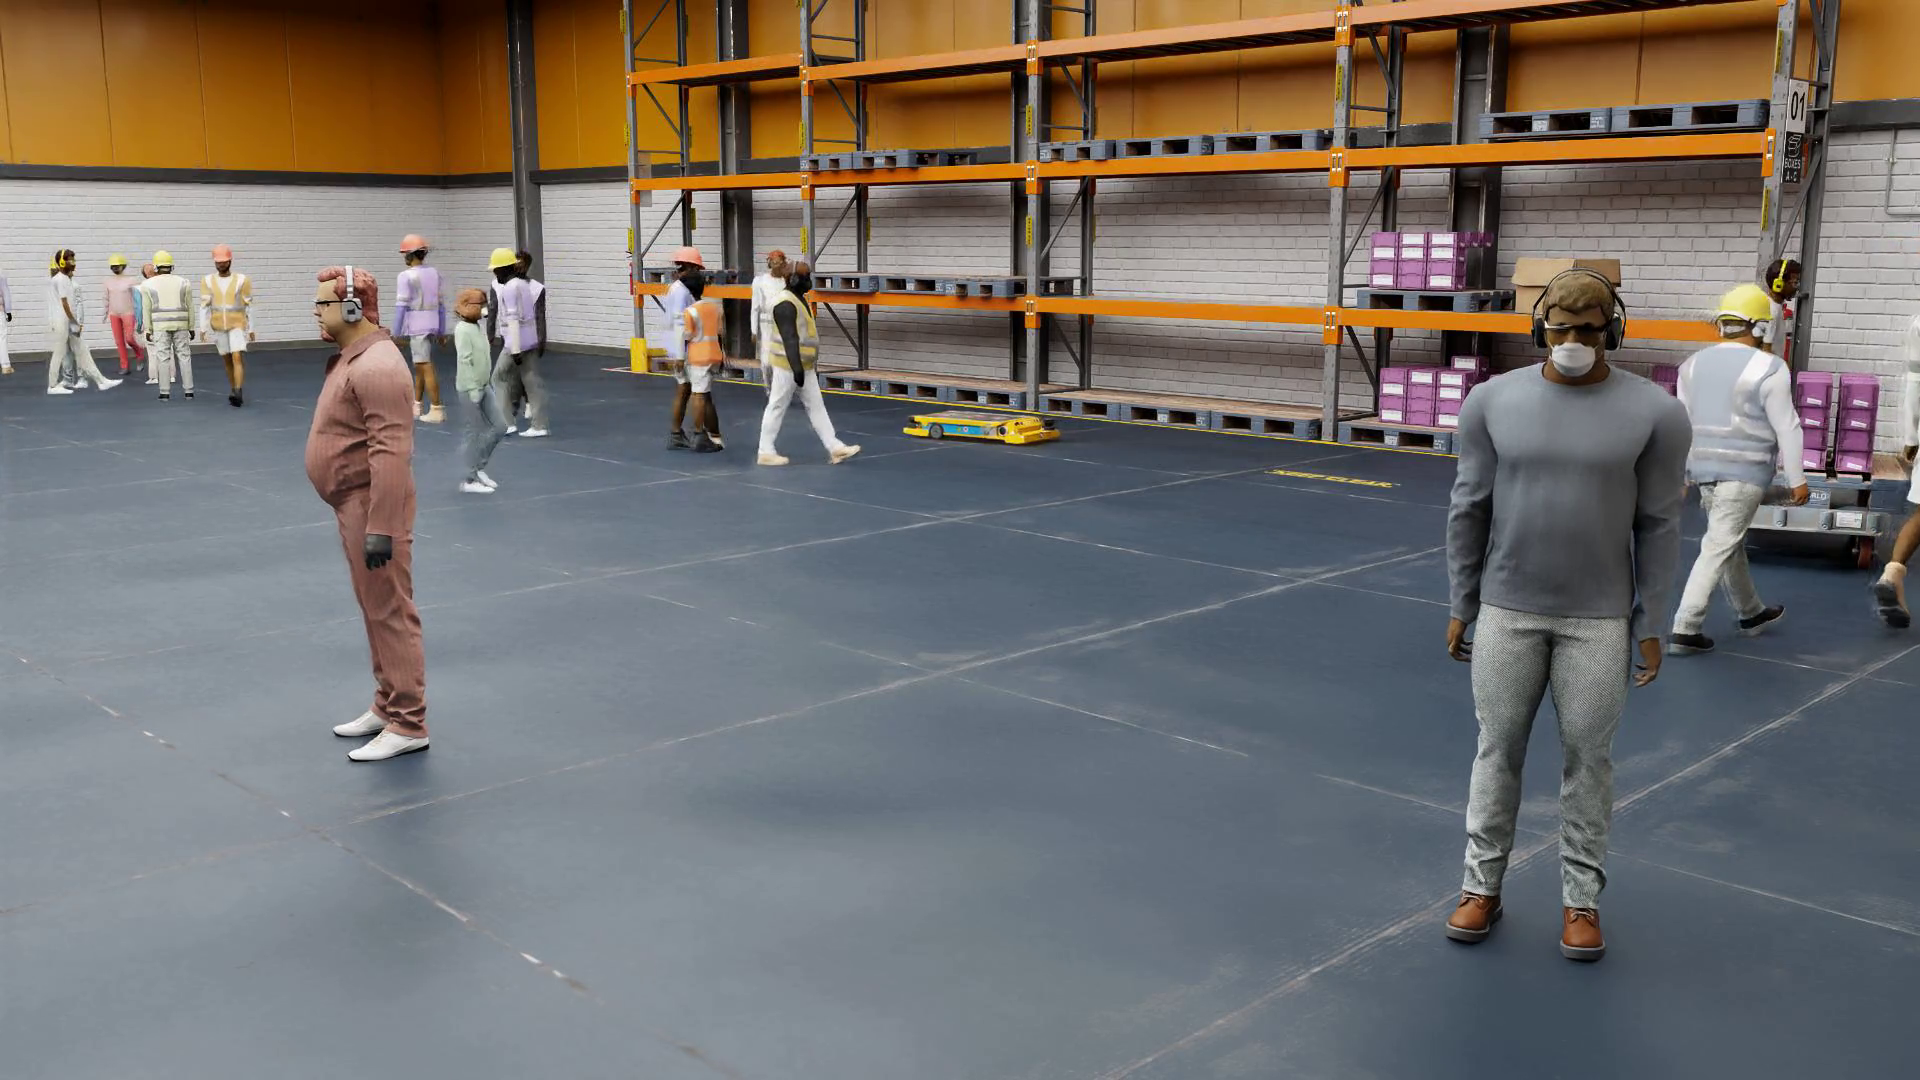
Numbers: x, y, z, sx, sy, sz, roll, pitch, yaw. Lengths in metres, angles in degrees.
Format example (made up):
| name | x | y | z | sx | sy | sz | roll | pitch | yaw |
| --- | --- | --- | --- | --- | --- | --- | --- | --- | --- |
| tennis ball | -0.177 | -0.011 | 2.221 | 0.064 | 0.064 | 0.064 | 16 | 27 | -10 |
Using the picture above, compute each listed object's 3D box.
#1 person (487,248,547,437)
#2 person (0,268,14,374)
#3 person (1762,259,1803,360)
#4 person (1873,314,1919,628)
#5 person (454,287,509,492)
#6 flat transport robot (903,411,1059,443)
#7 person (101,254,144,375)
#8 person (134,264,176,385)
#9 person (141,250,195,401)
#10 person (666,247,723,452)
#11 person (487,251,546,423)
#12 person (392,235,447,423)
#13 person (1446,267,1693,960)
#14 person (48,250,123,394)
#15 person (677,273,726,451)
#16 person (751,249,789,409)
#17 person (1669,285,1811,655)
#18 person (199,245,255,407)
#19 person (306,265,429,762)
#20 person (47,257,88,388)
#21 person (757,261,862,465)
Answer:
| name | x | y | z | sx | sy | sz | roll | pitch | yaw |
| --- | --- | --- | --- | --- | --- | --- | --- | --- | --- |
| person | -4.487 | -1.955 | 16.598 | 0.716 | 1.891 | 0.627 | 2 | 11 | 8 |
| person | -14.218 | -3.344 | 24.329 | 0.632 | 1.840 | 0.429 | -4 | 11 | -19 |
| person | 5.856 | -1.107 | 12.110 | 0.428 | 1.850 | 0.642 | 4 | 11 | 19 |
| person | 5.036 | -0.515 | 8.442 | 0.853 | 2.019 | 0.617 | -7 | 13 | -34 |
| person | -3.777 | -1.165 | 13.045 | 0.376 | 1.617 | 0.511 | 2 | 11 | 9 |
| flat transport robot | 0.203 | -1.135 | 16.564 | 1.431 | 0.197 | 0.652 | 7 | 12 | 33 |
| person | -12.173 | -3.268 | 24.157 | 0.530 | 1.755 | 0.400 | 0 | 10 | 2 |
| person | -10.935 | -2.930 | 22.617 | 0.308 | 1.640 | 0.511 | 9 | 14 | 40 |
| person | -9.678 | -2.616 | 20.364 | 0.589 | 1.837 | 0.404 | -7 | 13 | -34 |
| person | -2.496 | -1.774 | 15.571 | 0.536 | 1.917 | 0.562 | -2 | 11 | -11 |
| person | -4.753 | -2.196 | 18.001 | 0.618 | 1.864 | 0.909 | 2 | 11 | 9 |
| person | -5.925 | -2.266 | 17.956 | 0.832 | 2.016 | 0.631 | 4 | 11 | 21 |
| person | 1.680 | 0.211 | 4.685 | 0.629 | 1.937 | 0.373 | 5 | 11 | 24 |
| person | -11.277 | -2.775 | 21.247 | 0.924 | 1.825 | 0.566 | -3 | 11 | -17 |
| person | -2.465 | -1.665 | 15.588 | 0.567 | 1.674 | 0.555 | 6 | 12 | 28 |
| person | -2.172 | -2.493 | 19.617 | 0.611 | 1.866 | 0.701 | -2 | 11 | -8 |
| person | 3.815 | -0.345 | 8.131 | 0.932 | 1.782 | 0.588 | -4 | 11 | -22 |
| person | -8.655 | -2.504 | 19.598 | 0.570 | 1.889 | 0.969 | -2 | 11 | -10 |
| person | -2.314 | -0.101 | 6.463 | 0.400 | 1.907 | 0.644 | -5 | 11 | -25 |
| person | -11.848 | -2.876 | 22.043 | 0.492 | 1.741 | 0.318 | 3 | 11 | 17 |
| person | -1.368 | -1.529 | 14.560 | 0.961 | 1.788 | 0.646 | 2 | 11 | 10 |
